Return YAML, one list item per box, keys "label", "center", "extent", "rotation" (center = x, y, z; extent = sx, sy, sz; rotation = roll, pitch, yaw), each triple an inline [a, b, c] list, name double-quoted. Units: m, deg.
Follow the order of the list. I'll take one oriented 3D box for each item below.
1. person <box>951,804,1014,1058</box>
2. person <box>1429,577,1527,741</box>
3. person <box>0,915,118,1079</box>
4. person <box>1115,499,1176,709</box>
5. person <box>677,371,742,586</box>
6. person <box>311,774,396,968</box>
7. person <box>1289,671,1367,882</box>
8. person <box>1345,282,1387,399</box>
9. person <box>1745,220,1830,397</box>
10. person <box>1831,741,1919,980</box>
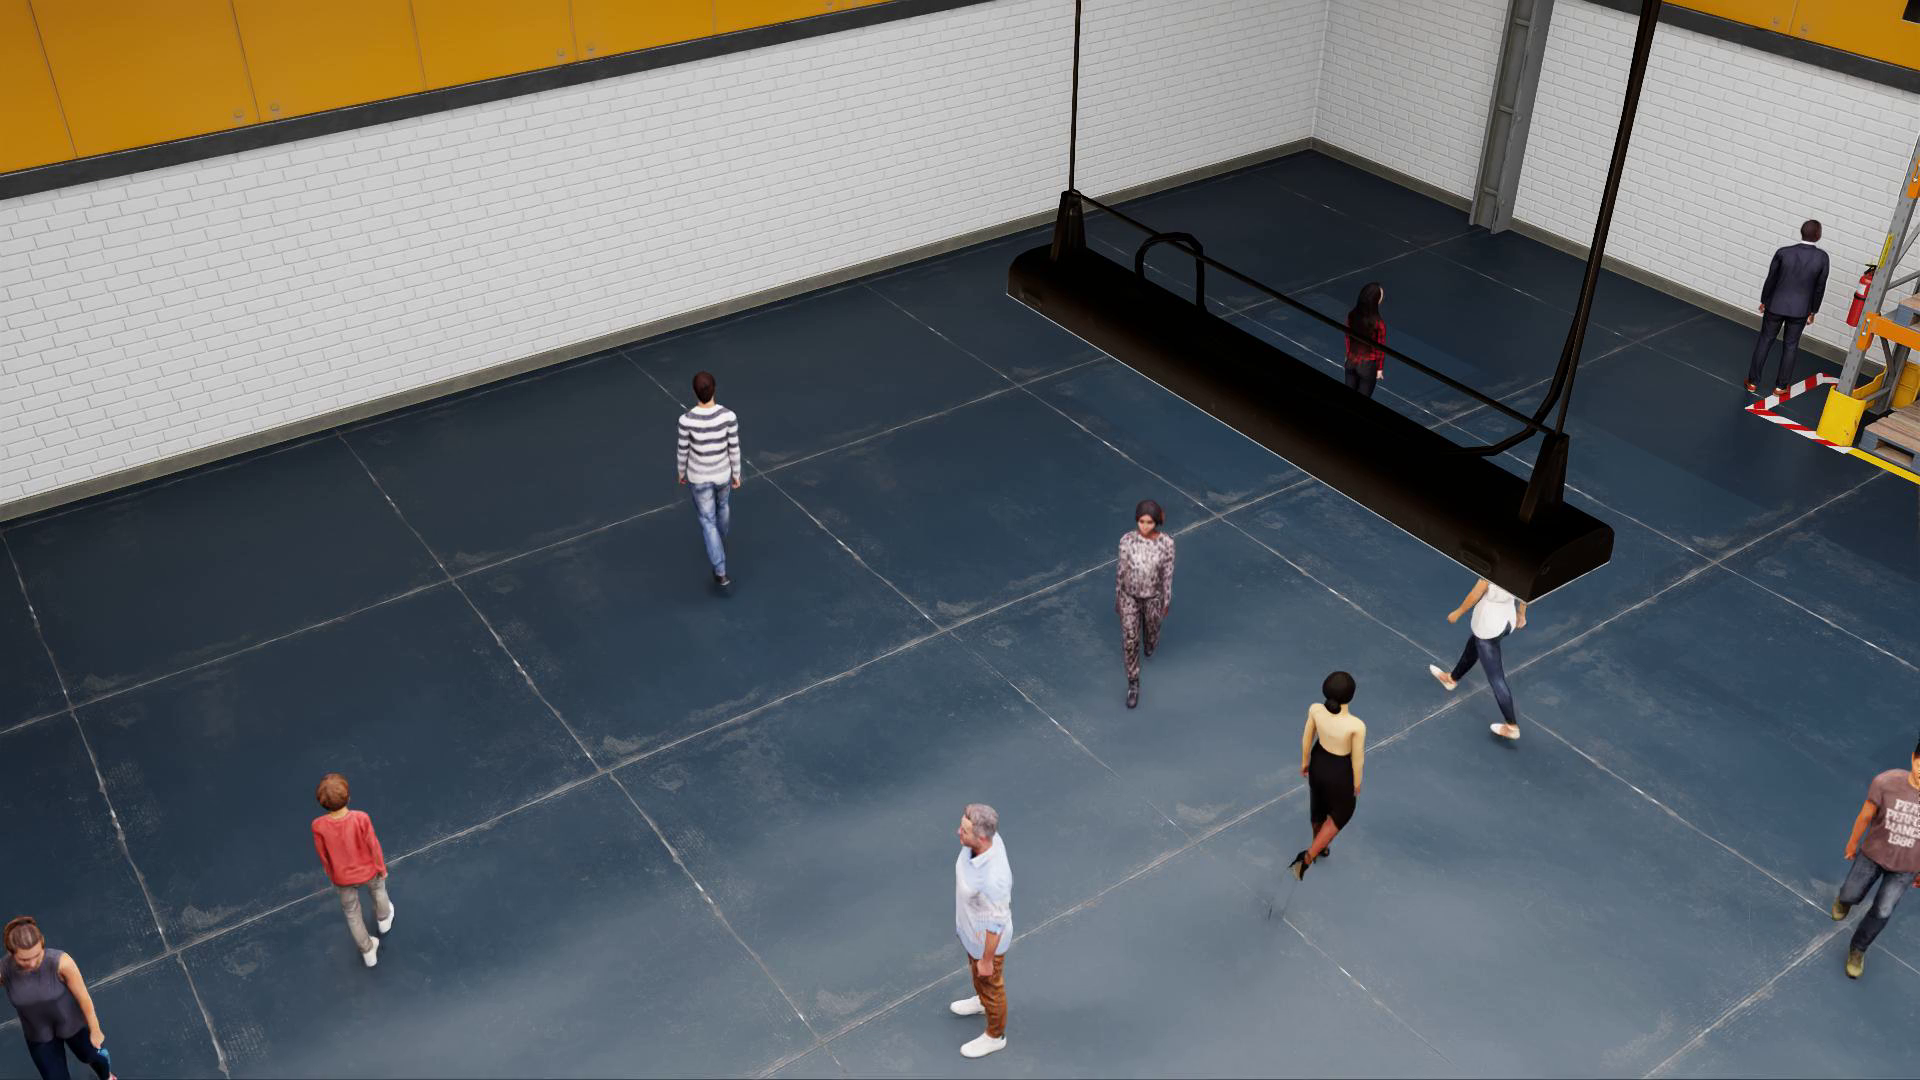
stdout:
- label: "person"
  center: [0.141, 2.223, 9.599]
  extent: [0.820, 1.825, 0.656]
  rotation: [-6, 34, -9]
- label: "person"
  center: [3.925, 0.679, 12.008]
  extent: [0.619, 1.731, 1.157]
  rotation: [-22, 39, -29]
- label: "person"
  center: [-4.941, 2.613, 9.131]
  extent: [0.709, 1.694, 0.853]
  rotation: [-5, 34, -7]
- label: "person"
  center: [1.373, 0.417, 12.429]
  extent: [0.934, 1.700, 0.972]
  rotation: [8, 34, 11]
- label: "person"
  center: [-2.040, -0.470, 13.667]
  extent: [0.903, 1.807, 1.269]
  rotation: [-10, 35, -15]
- label: "person"
  center: [-3.727, 2.066, 10.216]
  extent: [0.676, 1.404, 0.807]
  rotation: [-8, 34, -12]
- label: "person"
  center: [2.365, 1.564, 10.757]
  extent: [0.796, 1.641, 0.737]
  rotation: [27, 42, 34]
- label: "person"
  center: [3.753, -1.631, 15.549]
  extent: [0.663, 1.658, 0.474]
  rotation: [-26, 41, -33]
- label: "person"
  center: [8.162, -2.287, 16.387]
  extent: [0.690, 1.824, 0.840]
  rotation: [18, 37, 24]
- label: "person"
  center: [5.703, 1.876, 10.175]
  extent: [0.888, 1.766, 0.888]
  rotation: [17, 37, 23]
